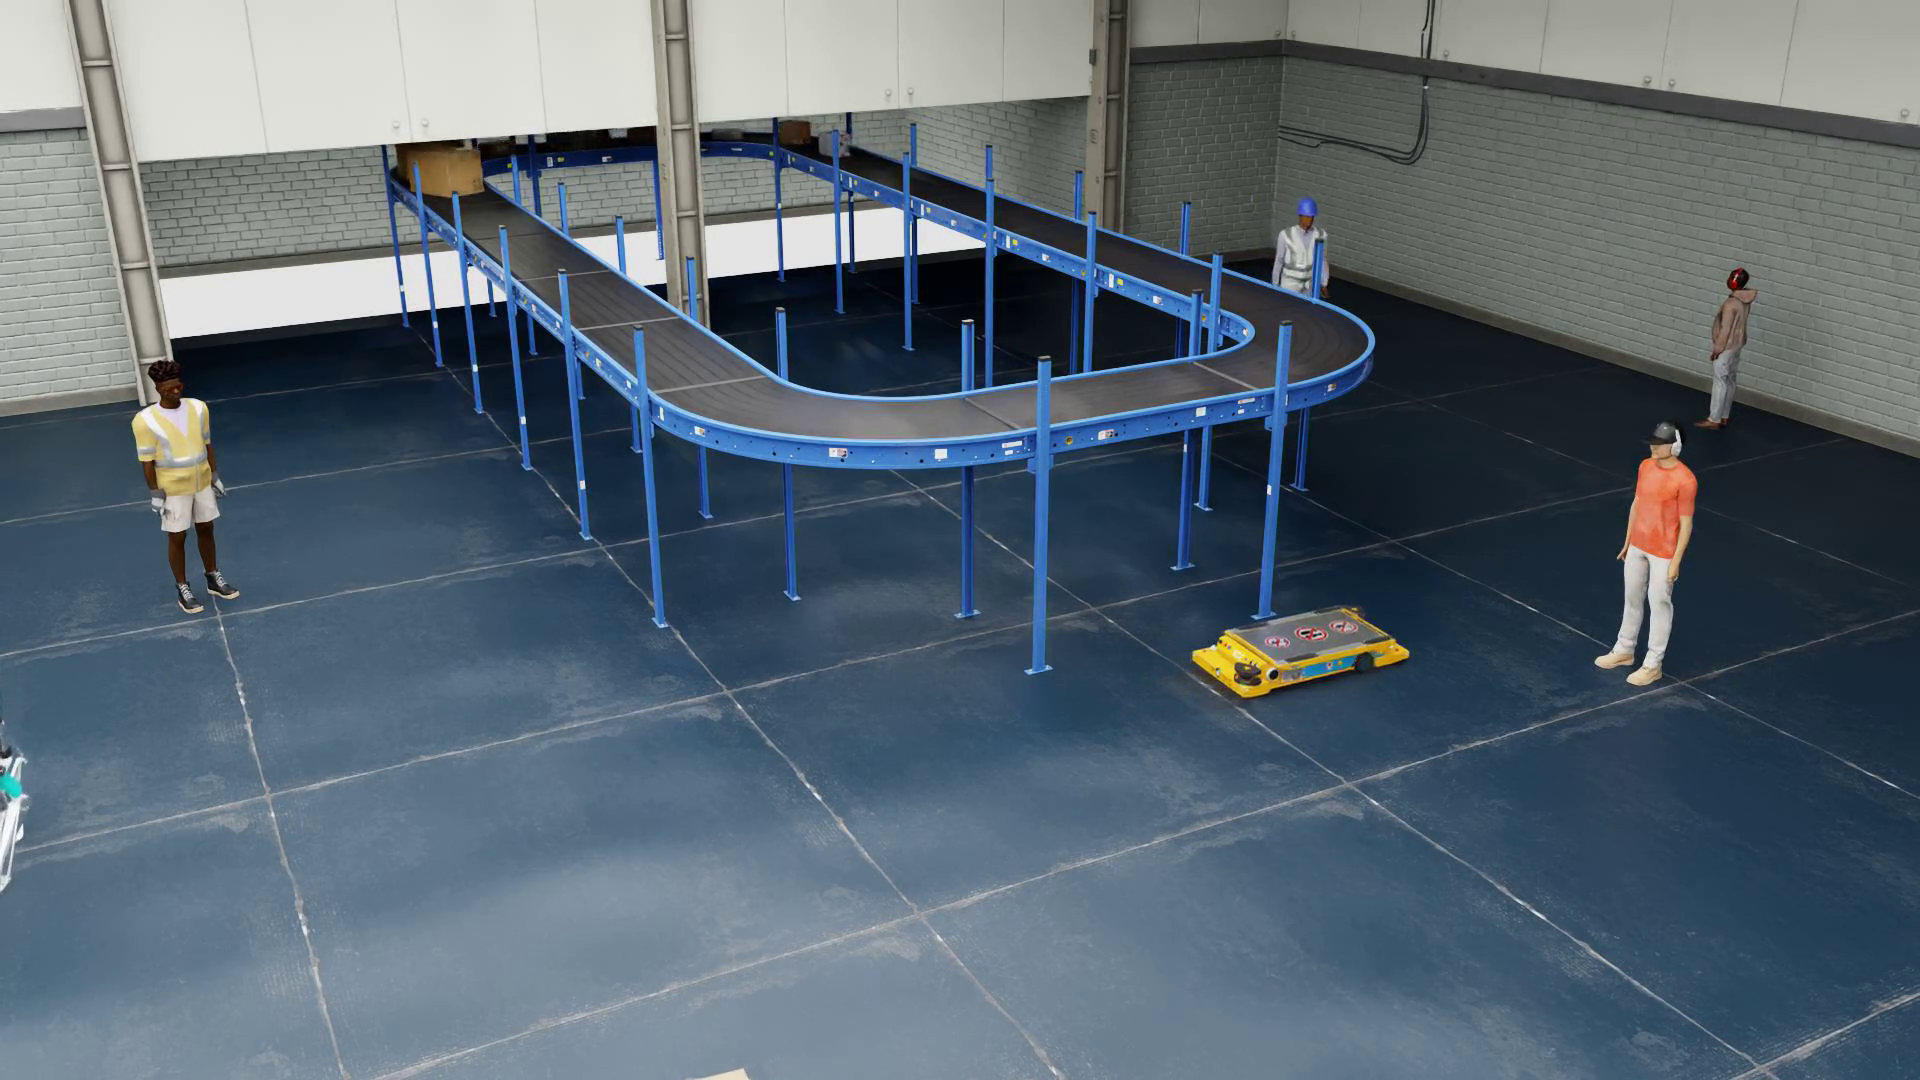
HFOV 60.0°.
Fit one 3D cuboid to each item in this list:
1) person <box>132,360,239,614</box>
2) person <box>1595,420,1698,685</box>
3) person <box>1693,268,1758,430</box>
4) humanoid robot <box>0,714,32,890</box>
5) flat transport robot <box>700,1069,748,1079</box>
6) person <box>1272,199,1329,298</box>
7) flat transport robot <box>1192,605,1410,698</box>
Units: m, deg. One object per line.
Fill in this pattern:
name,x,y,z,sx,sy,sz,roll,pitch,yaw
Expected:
person,-5.901,-0.425,12.667,0.366,1.965,0.607,13,25,29
person,4.760,0.082,11.485,0.413,1.910,0.478,-10,24,-23
person,7.762,-1.932,16.803,0.458,1.651,0.335,-20,29,-40
humanoid robot,-5.488,1.060,9.329,0.540,1.758,1.009,-2,22,-5
flat transport robot,-0.619,3.010,6.435,1.431,0.231,0.659,-10,24,-24
person,3.887,-2.968,19.041,0.619,1.906,0.994,-5,23,-13
flat transport robot,2.448,0.789,11.925,1.431,0.231,0.659,-10,24,-24
